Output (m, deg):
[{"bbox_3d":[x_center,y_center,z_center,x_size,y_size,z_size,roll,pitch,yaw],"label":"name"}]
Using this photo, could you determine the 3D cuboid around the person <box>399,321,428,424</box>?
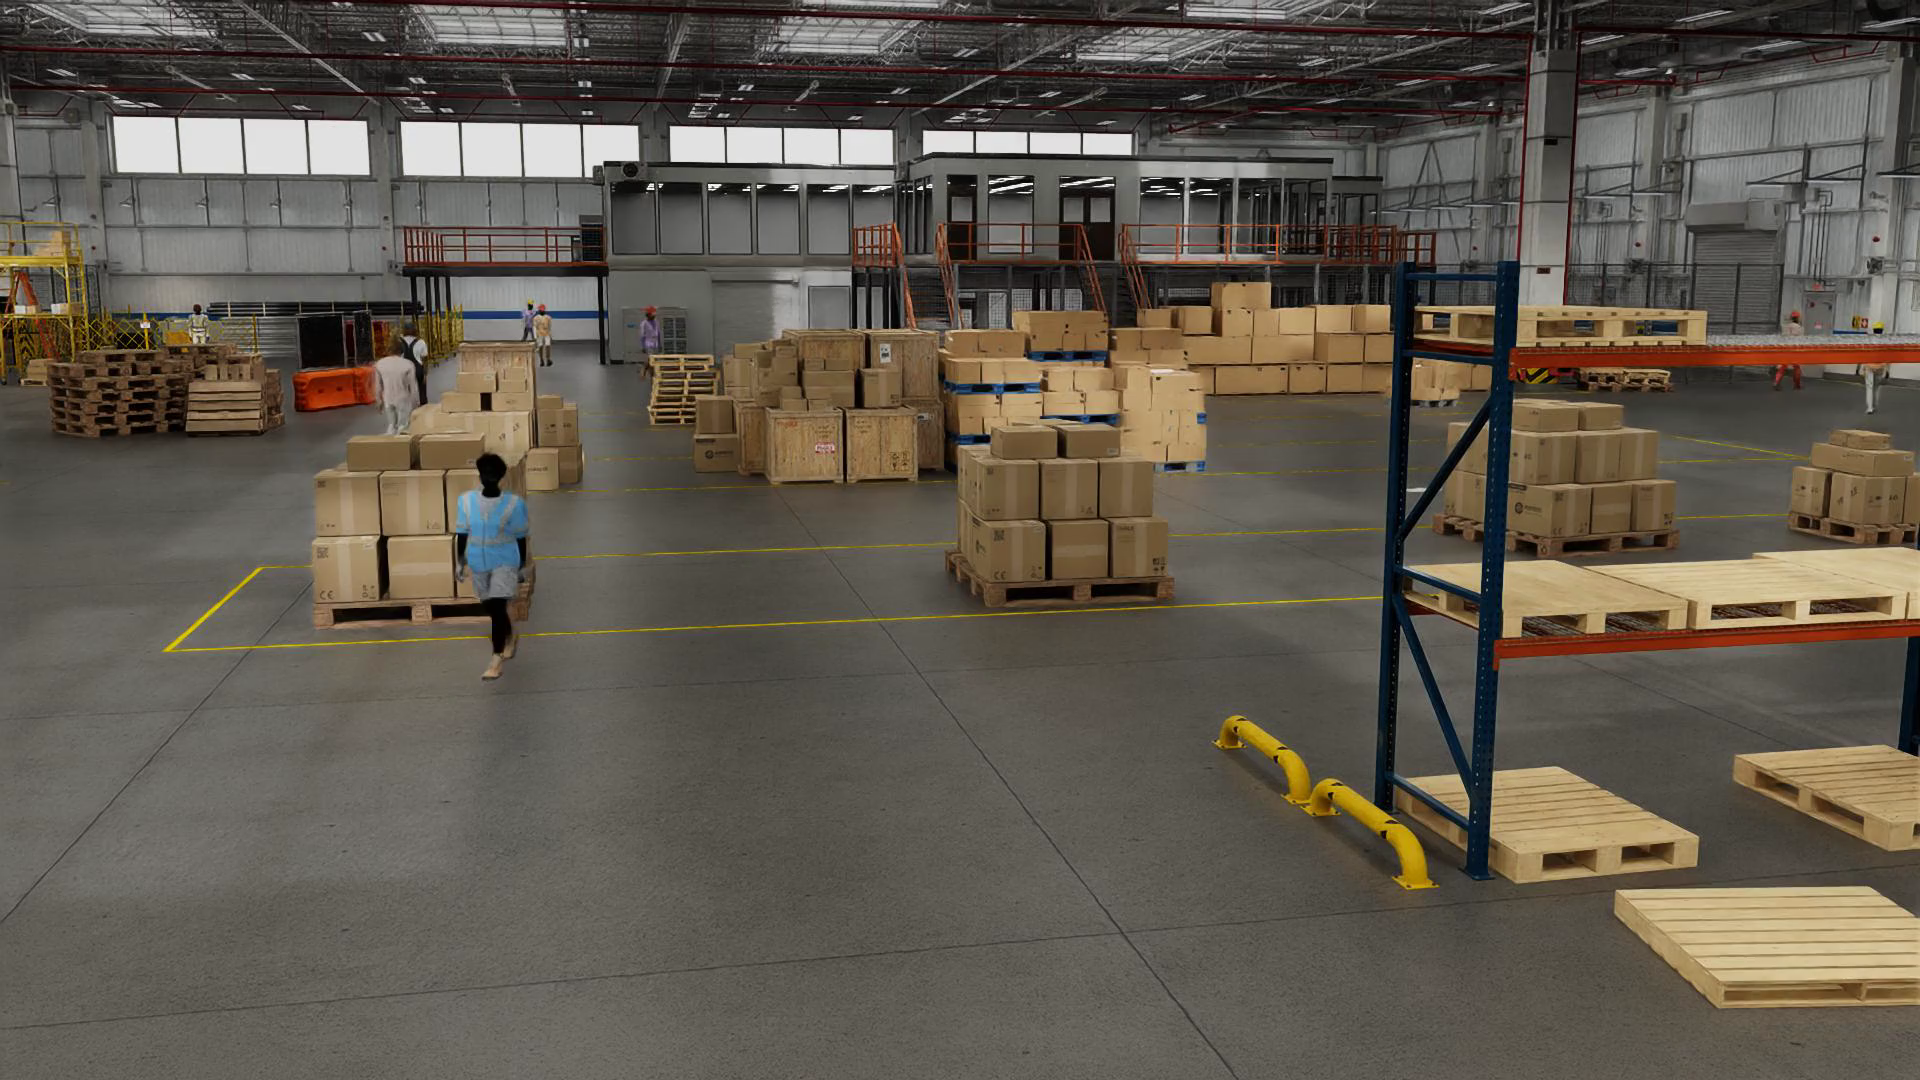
[{"bbox_3d":[-10.576,-3.266,32.087,0.680,2.000,1.050,-1,9,-7],"label":"person"}]

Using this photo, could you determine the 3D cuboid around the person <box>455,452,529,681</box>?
[{"bbox_3d":[-3.451,0.150,12.404,0.519,1.660,0.843,1,9,9],"label":"person"}]

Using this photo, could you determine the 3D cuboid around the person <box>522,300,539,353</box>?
[{"bbox_3d":[-15.196,-7.527,58.584,0.609,1.876,1.057,-9,13,-44],"label":"person"}]

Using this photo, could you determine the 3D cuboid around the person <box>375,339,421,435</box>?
[{"bbox_3d":[-8.513,-2.083,25.231,0.641,1.922,0.464,2,9,11],"label":"person"}]

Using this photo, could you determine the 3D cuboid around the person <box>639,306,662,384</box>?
[{"bbox_3d":[-8.003,-5.016,42.790,0.723,2.028,0.612,6,11,31],"label":"person"}]

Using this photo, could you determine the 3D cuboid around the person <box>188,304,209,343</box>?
[{"bbox_3d":[-23.181,-6.236,50.664,0.585,1.882,0.344,-2,10,-12],"label":"person"}]

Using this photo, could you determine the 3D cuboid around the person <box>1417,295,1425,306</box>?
[{"bbox_3d":[17.878,-8.616,64.992,0.628,1.931,0.458,0,9,1],"label":"person"}]

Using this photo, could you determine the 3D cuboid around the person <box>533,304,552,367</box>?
[{"bbox_3d":[-12.598,-6.172,50.268,0.572,1.878,1.005,-4,10,-24],"label":"person"}]

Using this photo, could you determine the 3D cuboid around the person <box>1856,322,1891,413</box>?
[{"bbox_3d":[18.894,-3.556,34.379,0.595,1.873,0.988,3,10,18],"label":"person"}]

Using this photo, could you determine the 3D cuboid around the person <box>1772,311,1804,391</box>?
[{"bbox_3d":[20.241,-4.606,40.585,0.988,1.944,0.637,-6,11,-31],"label":"person"}]
